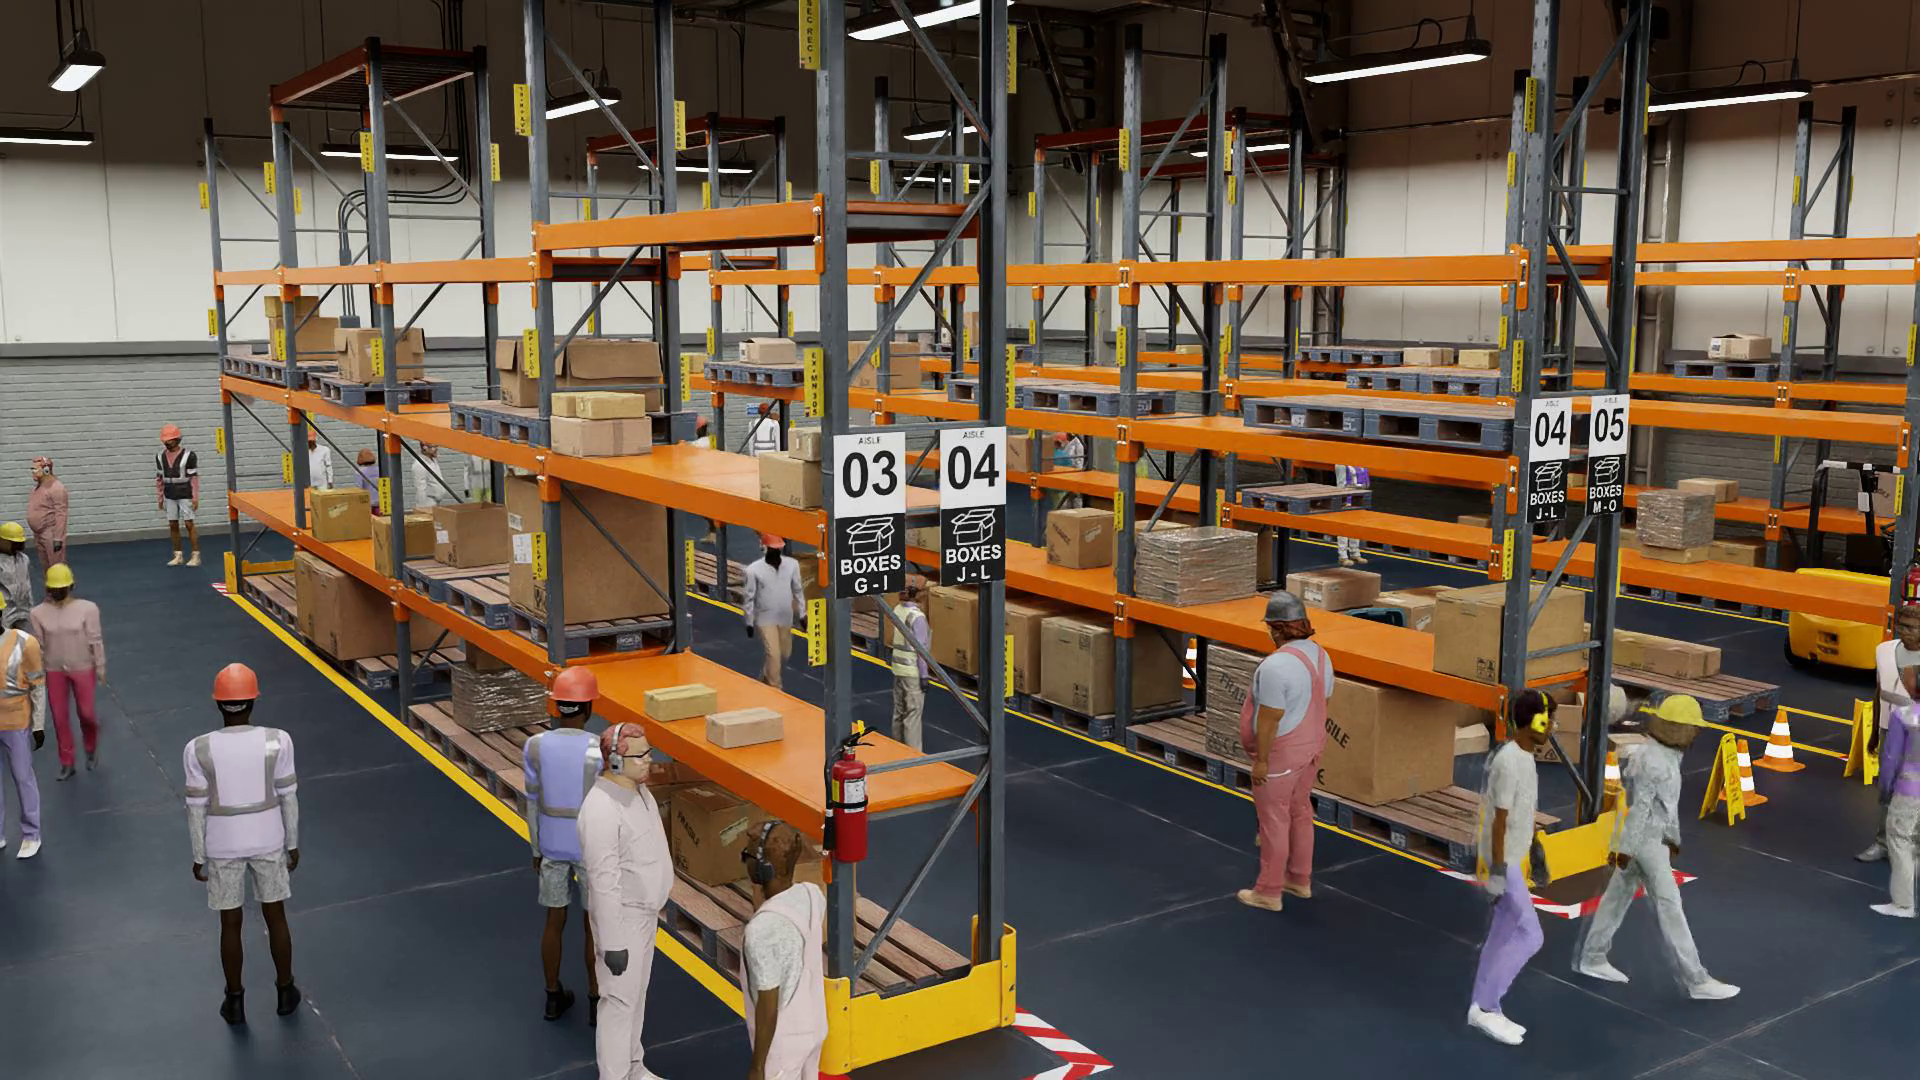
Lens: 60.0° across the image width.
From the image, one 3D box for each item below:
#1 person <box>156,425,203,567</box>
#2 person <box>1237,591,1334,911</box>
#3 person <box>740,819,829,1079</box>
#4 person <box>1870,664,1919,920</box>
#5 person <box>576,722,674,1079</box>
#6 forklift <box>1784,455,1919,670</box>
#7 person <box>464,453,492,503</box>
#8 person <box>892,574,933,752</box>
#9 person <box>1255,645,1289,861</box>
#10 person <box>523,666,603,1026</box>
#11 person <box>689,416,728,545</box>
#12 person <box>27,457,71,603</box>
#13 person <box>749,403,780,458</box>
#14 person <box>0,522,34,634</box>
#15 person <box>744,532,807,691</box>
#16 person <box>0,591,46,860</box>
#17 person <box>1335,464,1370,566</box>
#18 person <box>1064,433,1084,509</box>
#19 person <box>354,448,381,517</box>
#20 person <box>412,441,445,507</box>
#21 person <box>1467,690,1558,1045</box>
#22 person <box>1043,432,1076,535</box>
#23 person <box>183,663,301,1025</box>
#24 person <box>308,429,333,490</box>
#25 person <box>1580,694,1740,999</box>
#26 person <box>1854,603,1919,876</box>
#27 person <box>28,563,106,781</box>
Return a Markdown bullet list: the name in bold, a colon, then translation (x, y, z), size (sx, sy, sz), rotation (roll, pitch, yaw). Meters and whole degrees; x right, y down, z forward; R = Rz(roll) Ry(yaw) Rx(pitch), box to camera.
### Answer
- **person**: translation (-11.068, -0.616, 23.513), size (0.617, 2.028, 0.409), rotation (1, 9, 8)
- **person**: translation (2.053, 1.313, 10.618), size (0.535, 2.000, 0.689), rotation (8, 11, 41)
- **person**: translation (-0.711, 2.008, 6.638), size (0.349, 1.847, 0.505), rotation (3, 9, 22)
- **person**: translation (6.092, 1.566, 10.360), size (0.740, 1.611, 0.319), rotation (-1, 9, -4)
- **person**: translation (-1.554, 1.794, 7.861), size (0.410, 1.909, 0.643), rotation (0, 9, 3)
- **forklift**: translation (9.643, 0.253, 17.172), size (2.313, 2.155, 1.214), rotation (-6, 10, -33)
- **person**: translation (-7.275, -0.841, 25.419), size (0.598, 1.902, 0.468), rotation (-1, 9, -10)
- **person**: translation (-0.395, 1.088, 13.458), size (0.313, 1.637, 0.513), rotation (-4, 9, -26)
- **person**: translation (2.220, 1.366, 11.442), size (0.319, 1.688, 0.539), rotation (-3, 9, -18)
- **person**: translation (-2.040, 1.628, 8.905), size (0.546, 1.928, 0.384), rotation (2, 9, 12)
- **person**: translation (-3.843, -0.882, 25.344), size (0.663, 2.007, 0.678), rotation (6, 10, 33)
- **person**: translation (-11.073, -0.056, 20.180), size (0.641, 1.909, 0.409), rotation (7, 11, 37)
- **person**: translation (-3.542, -1.554, 30.231), size (0.584, 1.882, 0.349), rotation (0, 9, 2)
- **person**: translation (-8.956, 0.693, 15.759), size (0.308, 1.737, 0.484), rotation (2, 9, 16)
- **person**: translation (-1.776, 0.707, 15.703), size (0.573, 1.728, 0.756), rotation (-5, 10, -32)
- **person**: translation (-6.600, 1.251, 11.419), size (0.594, 1.922, 0.385), rotation (0, 9, -2)
- **person**: translation (5.624, -0.560, 23.742), size (0.626, 1.847, 0.429), rotation (-7, 11, -39)
- **person**: translation (1.793, -1.043, 27.049), size (0.405, 1.824, 0.586), rotation (-5, 10, -31)
- **person**: translation (-8.571, -0.515, 24.145), size (0.271, 1.631, 0.507), rotation (5, 10, 28)
- **person**: translation (-7.320, -0.479, 23.000), size (0.401, 1.907, 0.648), rotation (-1, 9, -4)
- **person**: translation (2.911, 1.699, 8.748), size (0.443, 1.833, 0.554), rotation (4, 9, 24)
- **person**: translation (1.514, -0.828, 25.894), size (0.599, 1.731, 0.593), rotation (-7, 11, -38)
- **person**: translation (-3.839, 1.619, 8.923), size (0.548, 1.937, 0.379), rotation (-4, 9, -24)
- **person**: translation (-10.331, -0.937, 26.601), size (0.578, 1.738, 0.354), rotation (-3, 9, -21)
- **person**: translation (3.929, 1.689, 9.233), size (0.925, 1.687, 0.504), rotation (5, 10, 28)
- **person**: translation (6.400, 1.324, 11.195), size (0.394, 1.845, 0.567), rotation (-3, 9, -21)
- **person**: translation (-7.155, 1.050, 13.328), size (0.551, 1.754, 0.350), rotation (-2, 9, -13)
